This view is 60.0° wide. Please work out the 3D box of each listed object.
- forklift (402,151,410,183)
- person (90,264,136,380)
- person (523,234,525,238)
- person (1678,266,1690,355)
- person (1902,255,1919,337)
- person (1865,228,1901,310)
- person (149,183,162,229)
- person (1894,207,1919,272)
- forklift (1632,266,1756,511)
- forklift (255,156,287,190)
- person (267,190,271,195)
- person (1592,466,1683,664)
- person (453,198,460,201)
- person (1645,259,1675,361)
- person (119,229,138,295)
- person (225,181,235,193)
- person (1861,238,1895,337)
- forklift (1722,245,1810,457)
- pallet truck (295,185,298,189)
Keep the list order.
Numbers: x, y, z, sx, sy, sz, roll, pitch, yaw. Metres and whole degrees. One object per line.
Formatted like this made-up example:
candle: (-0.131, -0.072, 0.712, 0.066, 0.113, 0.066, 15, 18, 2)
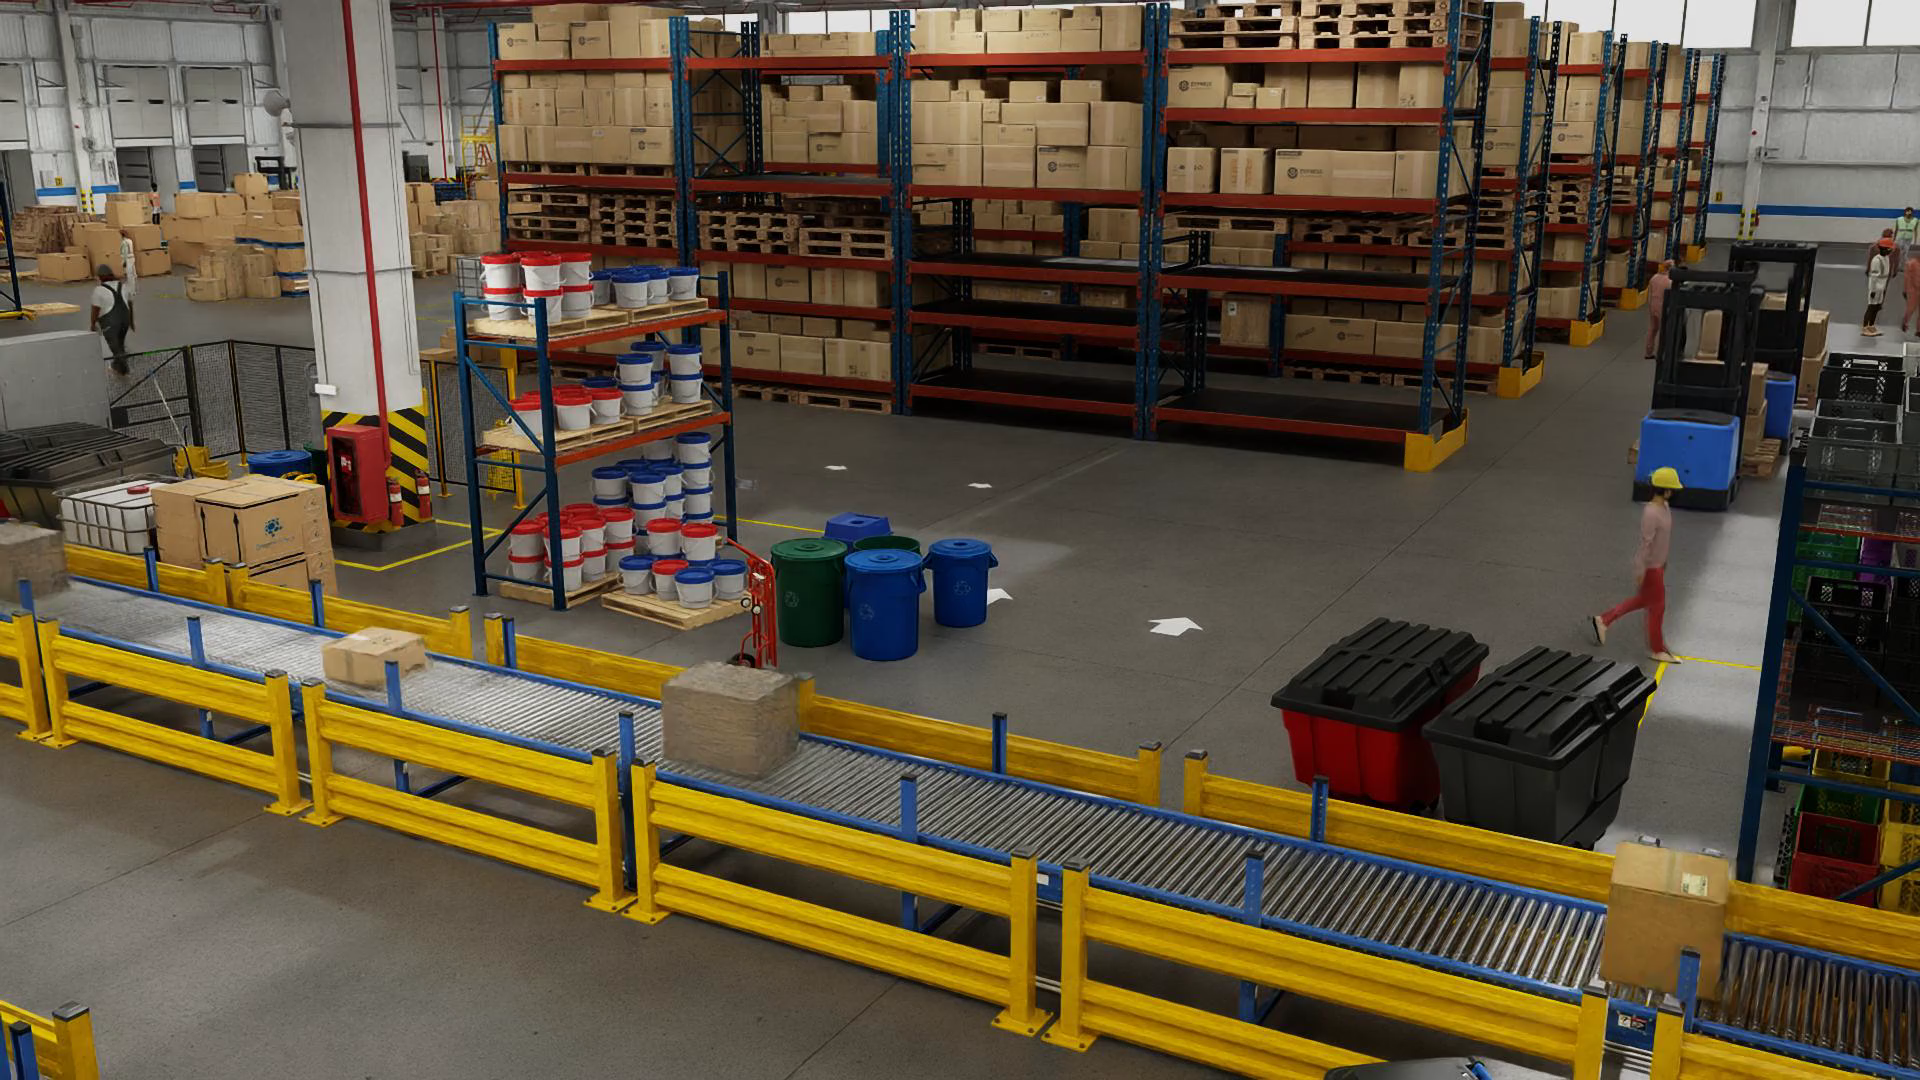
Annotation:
forklift: (-21.519, -13.653, 64.424, 1.873, 2.768, 1.129, -1, 15, -5)
person: (-14.942, -3.848, 29.173, 0.961, 2.000, 0.699, 8, 17, 27)
person: (-9.761, -5.866, 36.886, 0.585, 1.970, 0.650, -10, 18, -33)
person: (13.828, -4.409, 31.934, 0.317, 1.698, 0.540, -1, 15, -3)
person: (19.837, -5.152, 34.347, 0.666, 1.888, 0.457, 2, 15, 6)
person: (21.529, -6.324, 38.797, 0.675, 1.875, 0.781, 9, 17, 29)
person: (-30.249, -12.557, 62.565, 0.322, 1.699, 0.535, 3, 15, 12)
person: (26.708, -8.470, 46.973, 0.589, 1.810, 0.868, 7, 16, 25)
forklift: (9.021, -1.914, 20.294, 1.129, 2.768, 1.873, 8, 17, 28)
forklift: (-24.235, -12.131, 58.703, 1.129, 2.768, 1.873, 0, 15, 0)
person: (-22.484, -10.567, 54.712, 0.641, 1.910, 0.879, 6, 16, 23)
person: (5.998, 0.189, 14.560, 0.735, 1.743, 0.528, 9, 17, 31)
person: (-16.467, -10.384, 54.513, 0.513, 1.640, 0.309, 12, 19, 38)
person: (13.162, -4.292, 31.121, 0.400, 1.901, 0.643, -5, 16, -18)
person: (-20.801, -6.951, 41.605, 0.307, 1.641, 0.512, -2, 15, -9)
person: (-26.196, -11.989, 60.038, 0.663, 1.912, 0.389, 5, 16, 17)
person: (18.972, -5.210, 34.321, 0.600, 2.035, 0.401, -14, 20, -41)
forklift: (11.200, -2.707, 23.277, 1.129, 2.768, 1.873, 8, 17, 27)
pallet truck: (-26.804, -14.617, 69.738, 1.885, 1.965, 0.823, -14, 20, -42)
